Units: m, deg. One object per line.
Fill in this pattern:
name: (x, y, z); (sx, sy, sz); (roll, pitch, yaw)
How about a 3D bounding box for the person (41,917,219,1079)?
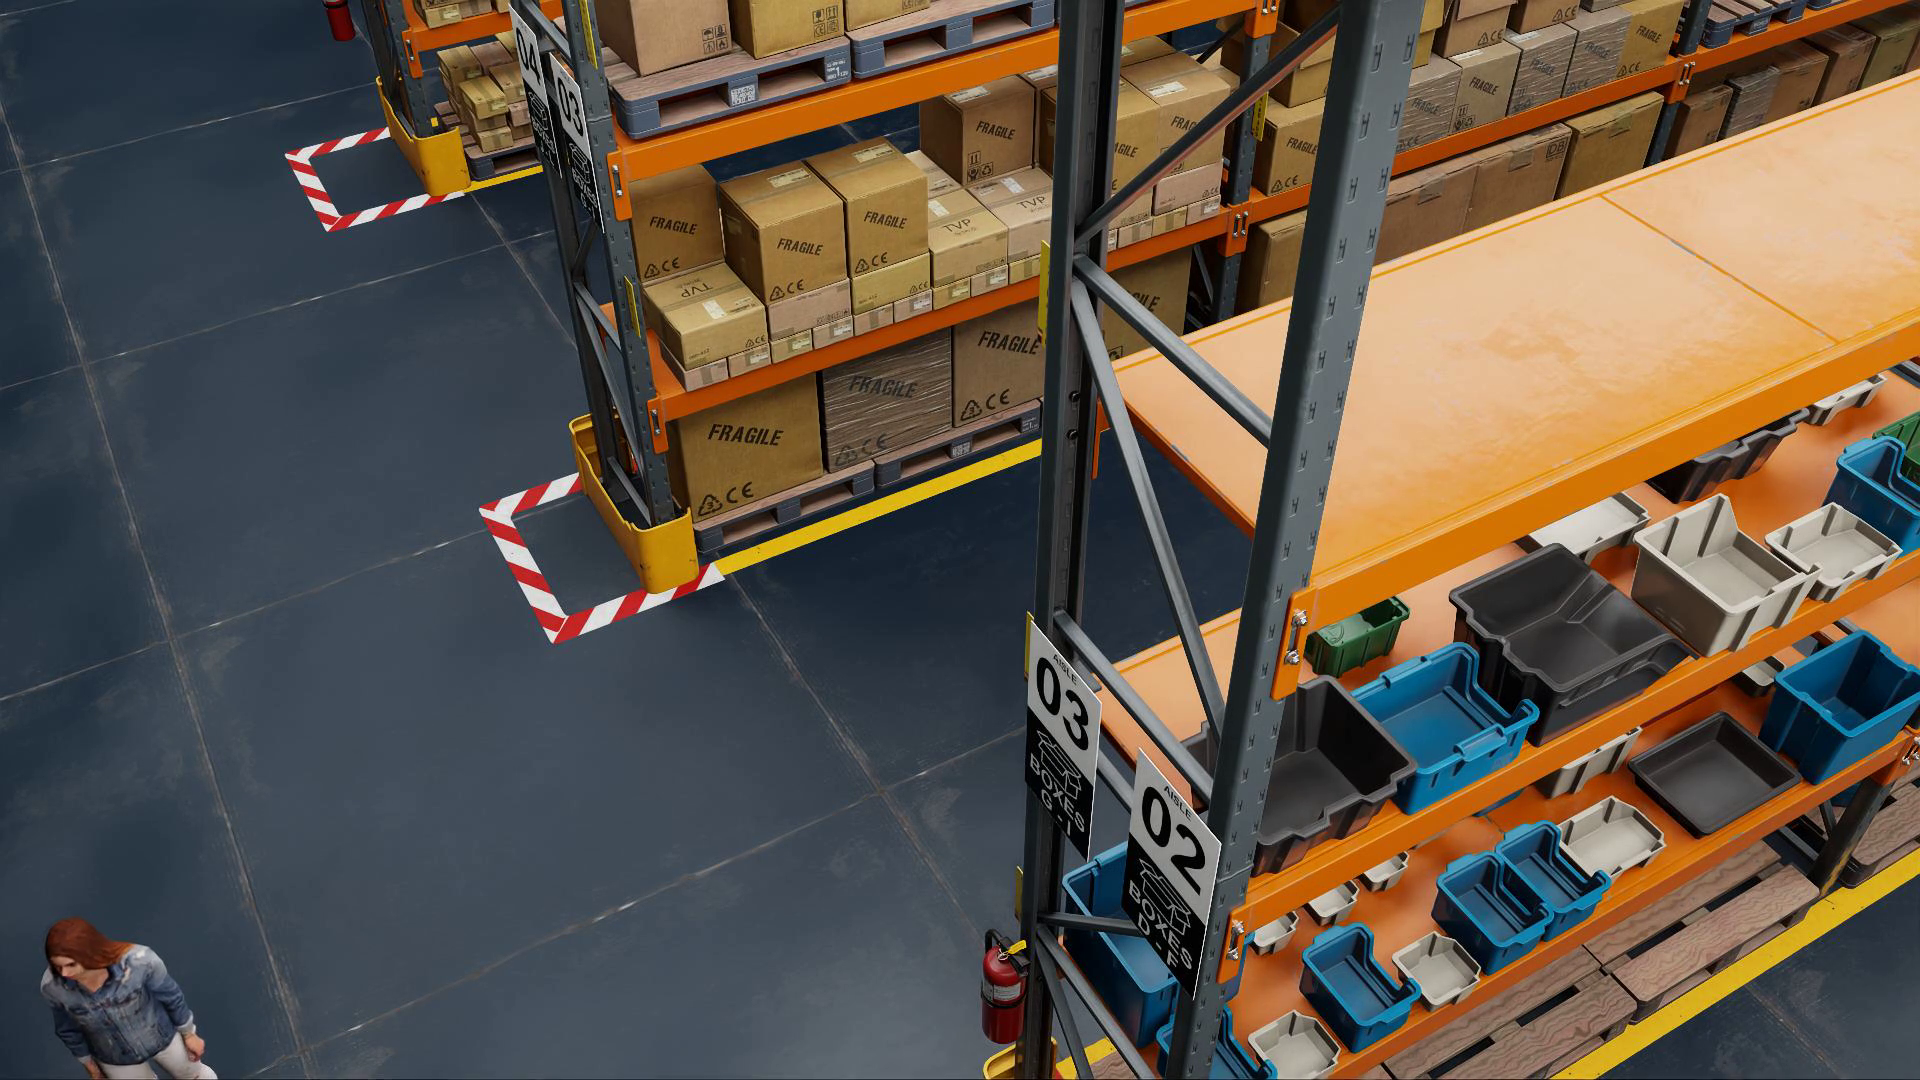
person: (-3.306, 2.012, 6.711); (0.517, 1.700, 0.718); (-13, 45, -13)
